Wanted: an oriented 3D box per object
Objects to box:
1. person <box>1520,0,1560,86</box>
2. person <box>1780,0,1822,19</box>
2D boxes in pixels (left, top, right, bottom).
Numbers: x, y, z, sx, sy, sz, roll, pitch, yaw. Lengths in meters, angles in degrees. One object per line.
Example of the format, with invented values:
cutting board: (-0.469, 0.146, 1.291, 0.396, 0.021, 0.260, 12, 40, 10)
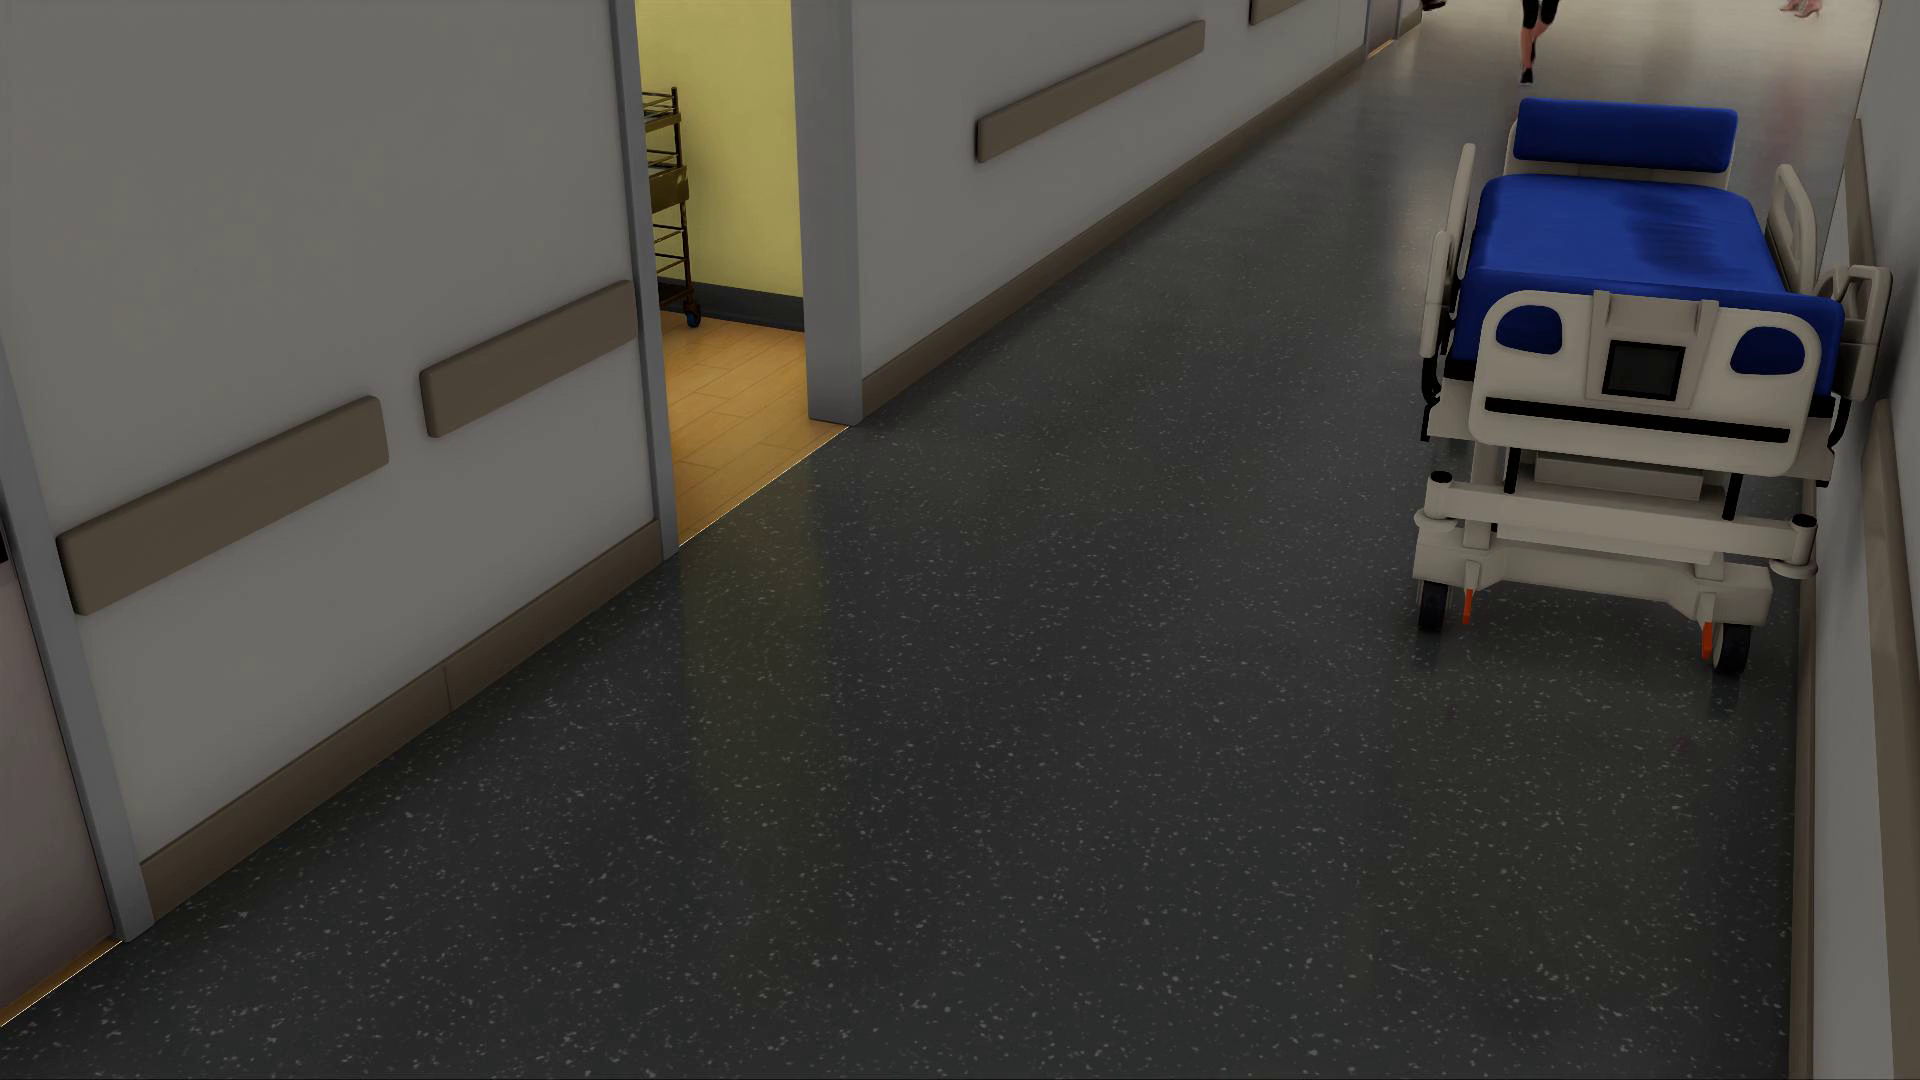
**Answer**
person: (4.560, -4.502, 13.029, 0.943, 1.774, 0.804, 5, 26, 11)
person: (8.311, -5.920, 15.960, 0.805, 1.781, 0.853, -16, 30, -30)
